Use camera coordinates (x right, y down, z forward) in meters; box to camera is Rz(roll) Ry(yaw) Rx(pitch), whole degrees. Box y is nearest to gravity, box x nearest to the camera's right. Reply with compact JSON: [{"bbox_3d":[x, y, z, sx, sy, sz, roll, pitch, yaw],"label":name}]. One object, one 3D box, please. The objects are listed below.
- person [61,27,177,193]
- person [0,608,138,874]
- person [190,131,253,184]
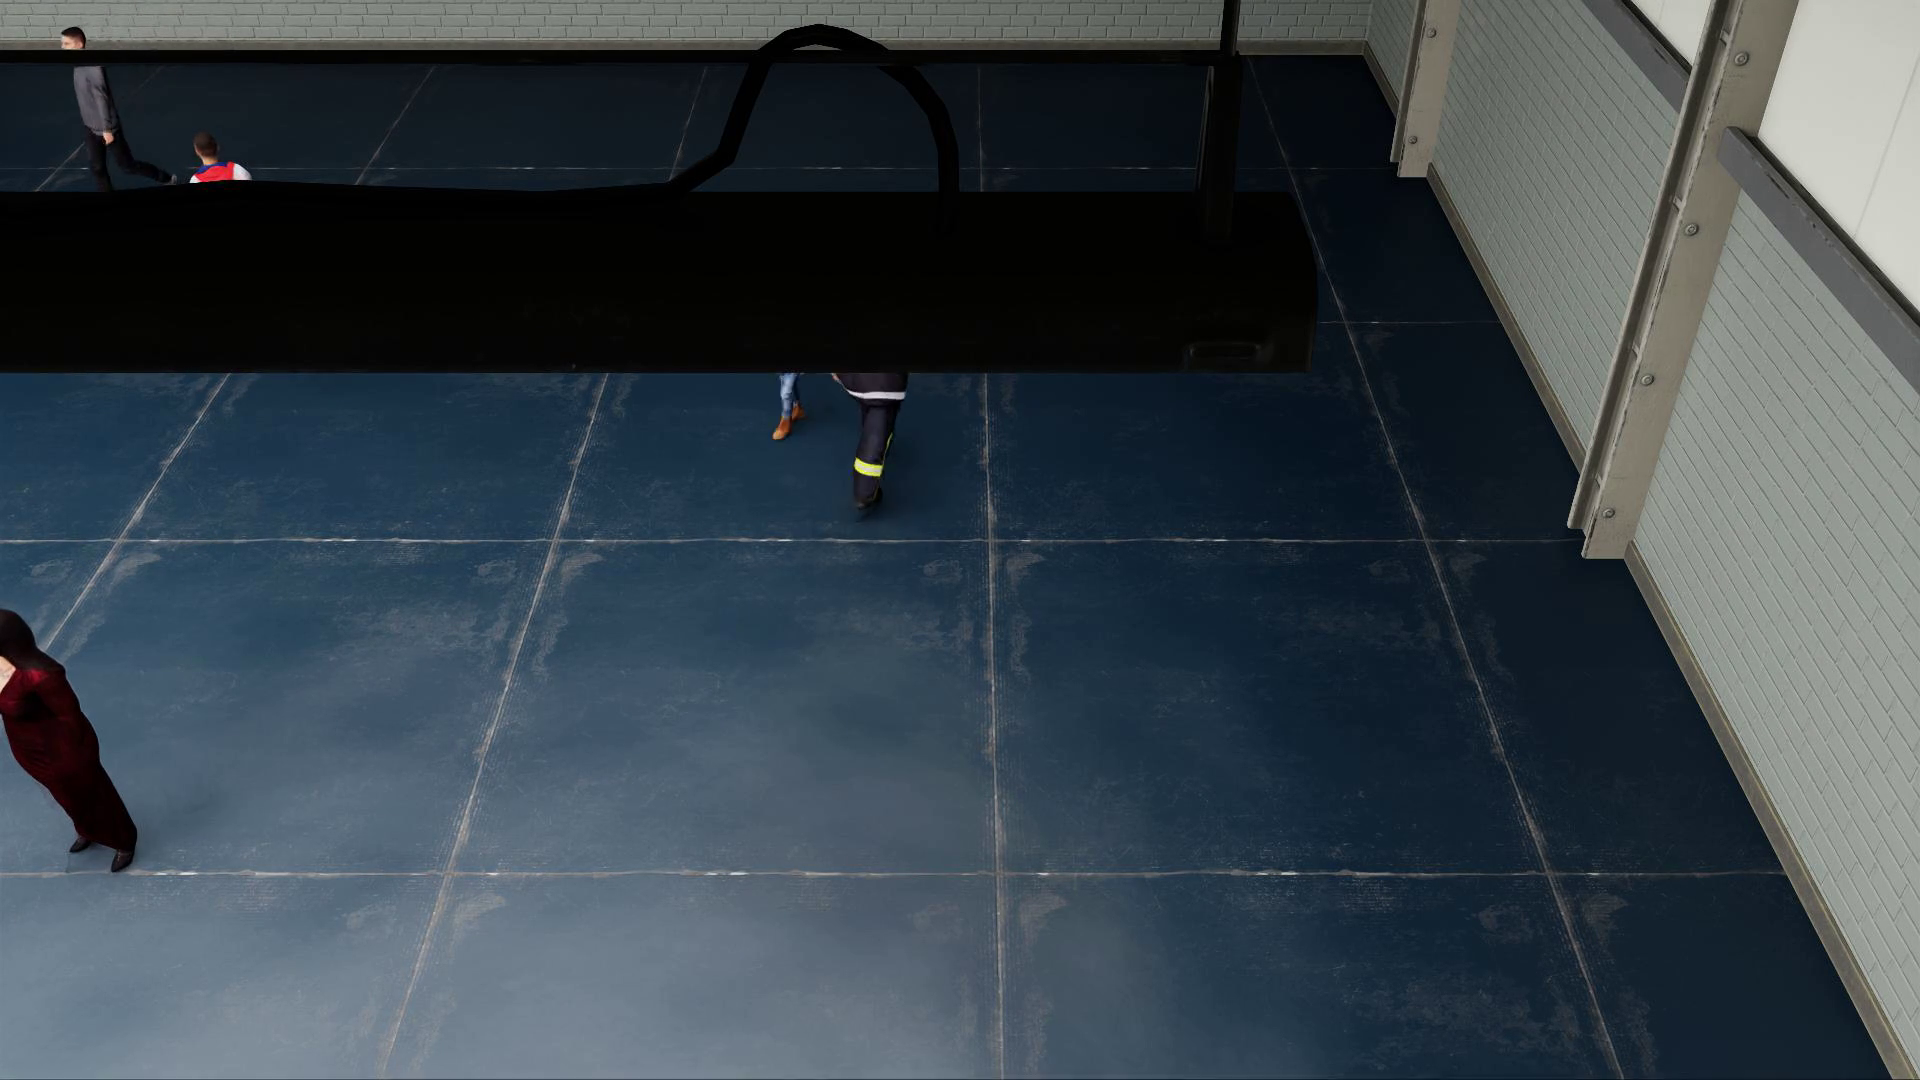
[{"bbox_3d":[-7.602,-3.727,14.913,1.011,1.737,1.176,23,43,28],"label":"person"},{"bbox_3d":[-4.701,1.029,8.641,0.766,1.756,0.779,18,41,22],"label":"person"},{"bbox_3d":[-5.718,-2.379,13.124,0.709,1.757,0.746,-27,45,-31],"label":"person"}]
